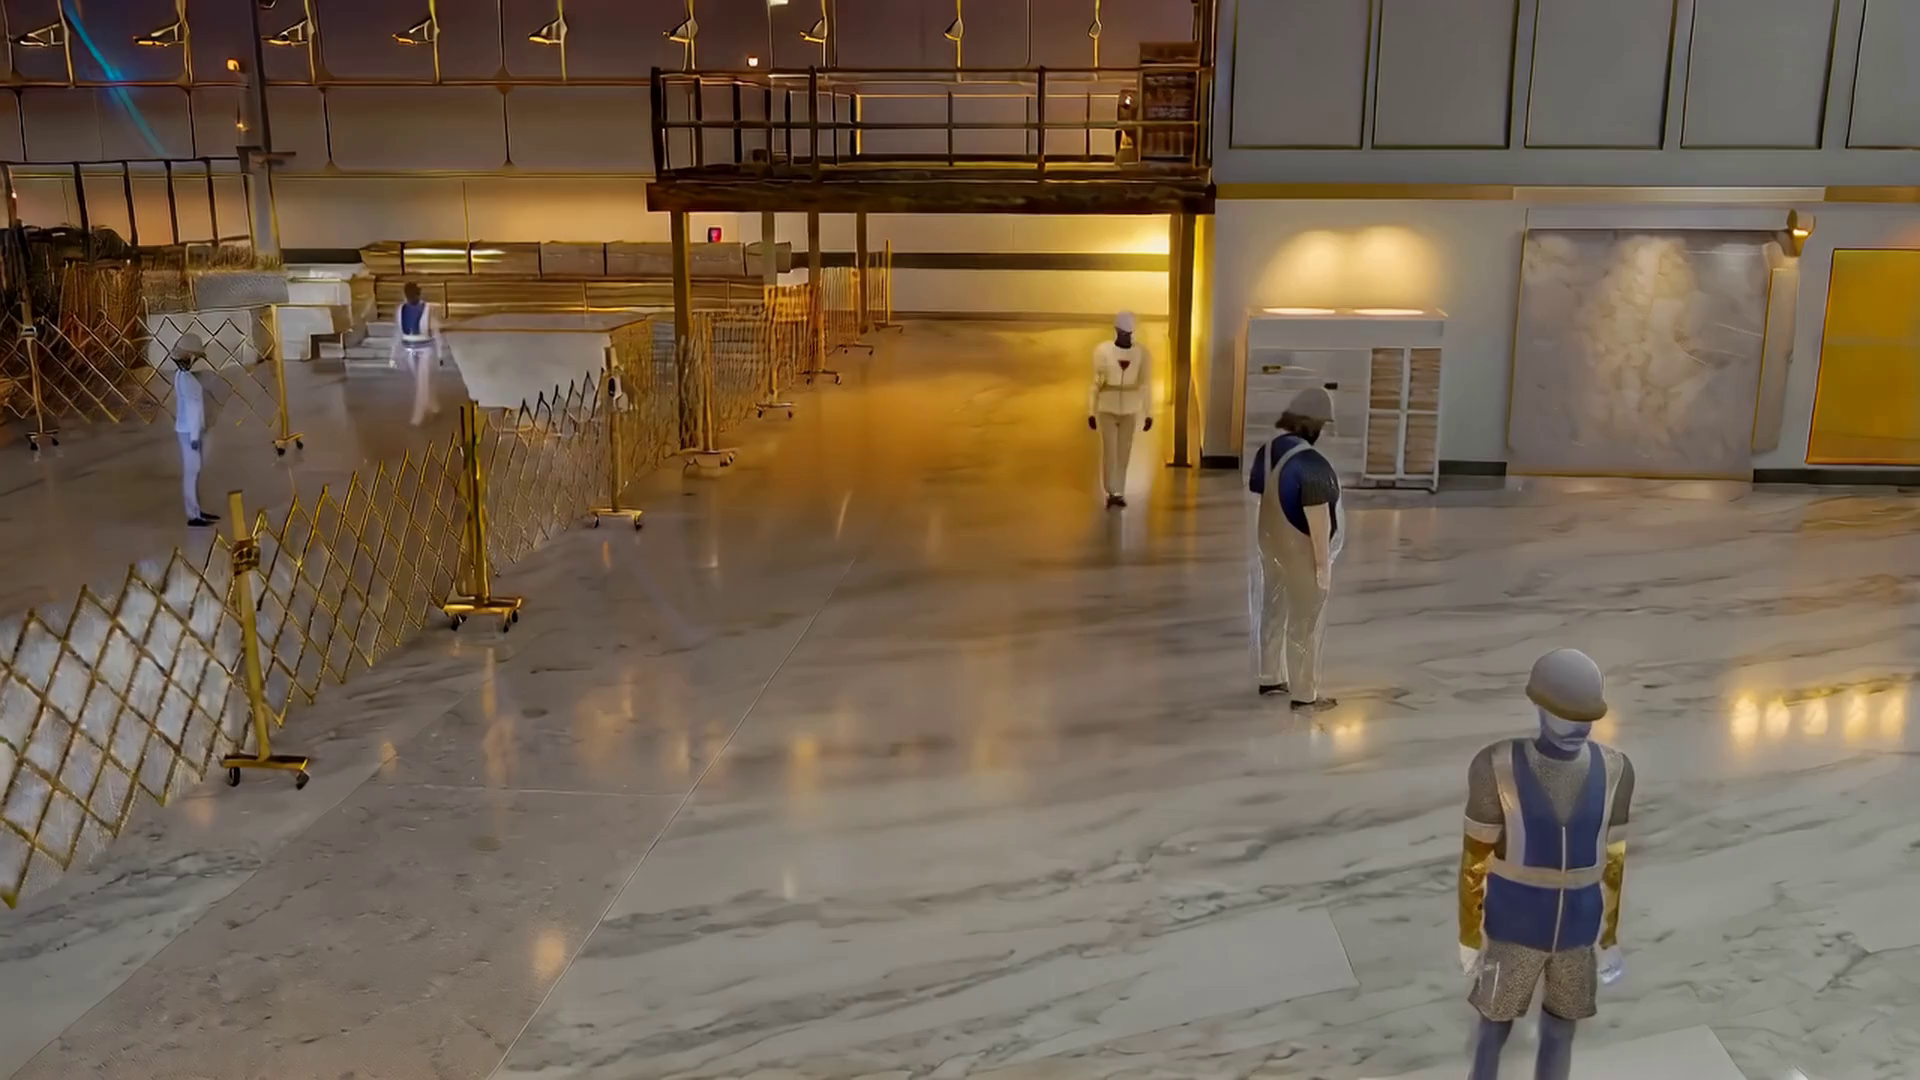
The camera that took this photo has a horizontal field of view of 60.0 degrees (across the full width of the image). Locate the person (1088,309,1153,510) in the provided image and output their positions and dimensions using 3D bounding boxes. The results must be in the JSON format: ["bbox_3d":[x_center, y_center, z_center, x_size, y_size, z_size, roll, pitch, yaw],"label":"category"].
[{"bbox_3d":[1.549,-1.236,15.845,0.599,1.907,0.637,-2,14,-9],"label":"person"}]

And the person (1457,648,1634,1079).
[{"bbox_3d":[1.929,1.284,5.508,0.551,1.935,0.362,0,14,-1],"label":"person"}]

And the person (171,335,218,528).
[{"bbox_3d":[-6.990,-0.991,15.183,0.333,1.761,0.524,-6,15,-24],"label":"person"}]

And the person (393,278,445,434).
[{"bbox_3d":[-6.560,-2.267,20.230,0.591,1.847,0.969,4,14,14],"label":"person"}]

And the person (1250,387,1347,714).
[{"bbox_3d":[2.132,0.048,10.343,0.536,2.000,0.676,-6,15,-23],"label":"person"}]
